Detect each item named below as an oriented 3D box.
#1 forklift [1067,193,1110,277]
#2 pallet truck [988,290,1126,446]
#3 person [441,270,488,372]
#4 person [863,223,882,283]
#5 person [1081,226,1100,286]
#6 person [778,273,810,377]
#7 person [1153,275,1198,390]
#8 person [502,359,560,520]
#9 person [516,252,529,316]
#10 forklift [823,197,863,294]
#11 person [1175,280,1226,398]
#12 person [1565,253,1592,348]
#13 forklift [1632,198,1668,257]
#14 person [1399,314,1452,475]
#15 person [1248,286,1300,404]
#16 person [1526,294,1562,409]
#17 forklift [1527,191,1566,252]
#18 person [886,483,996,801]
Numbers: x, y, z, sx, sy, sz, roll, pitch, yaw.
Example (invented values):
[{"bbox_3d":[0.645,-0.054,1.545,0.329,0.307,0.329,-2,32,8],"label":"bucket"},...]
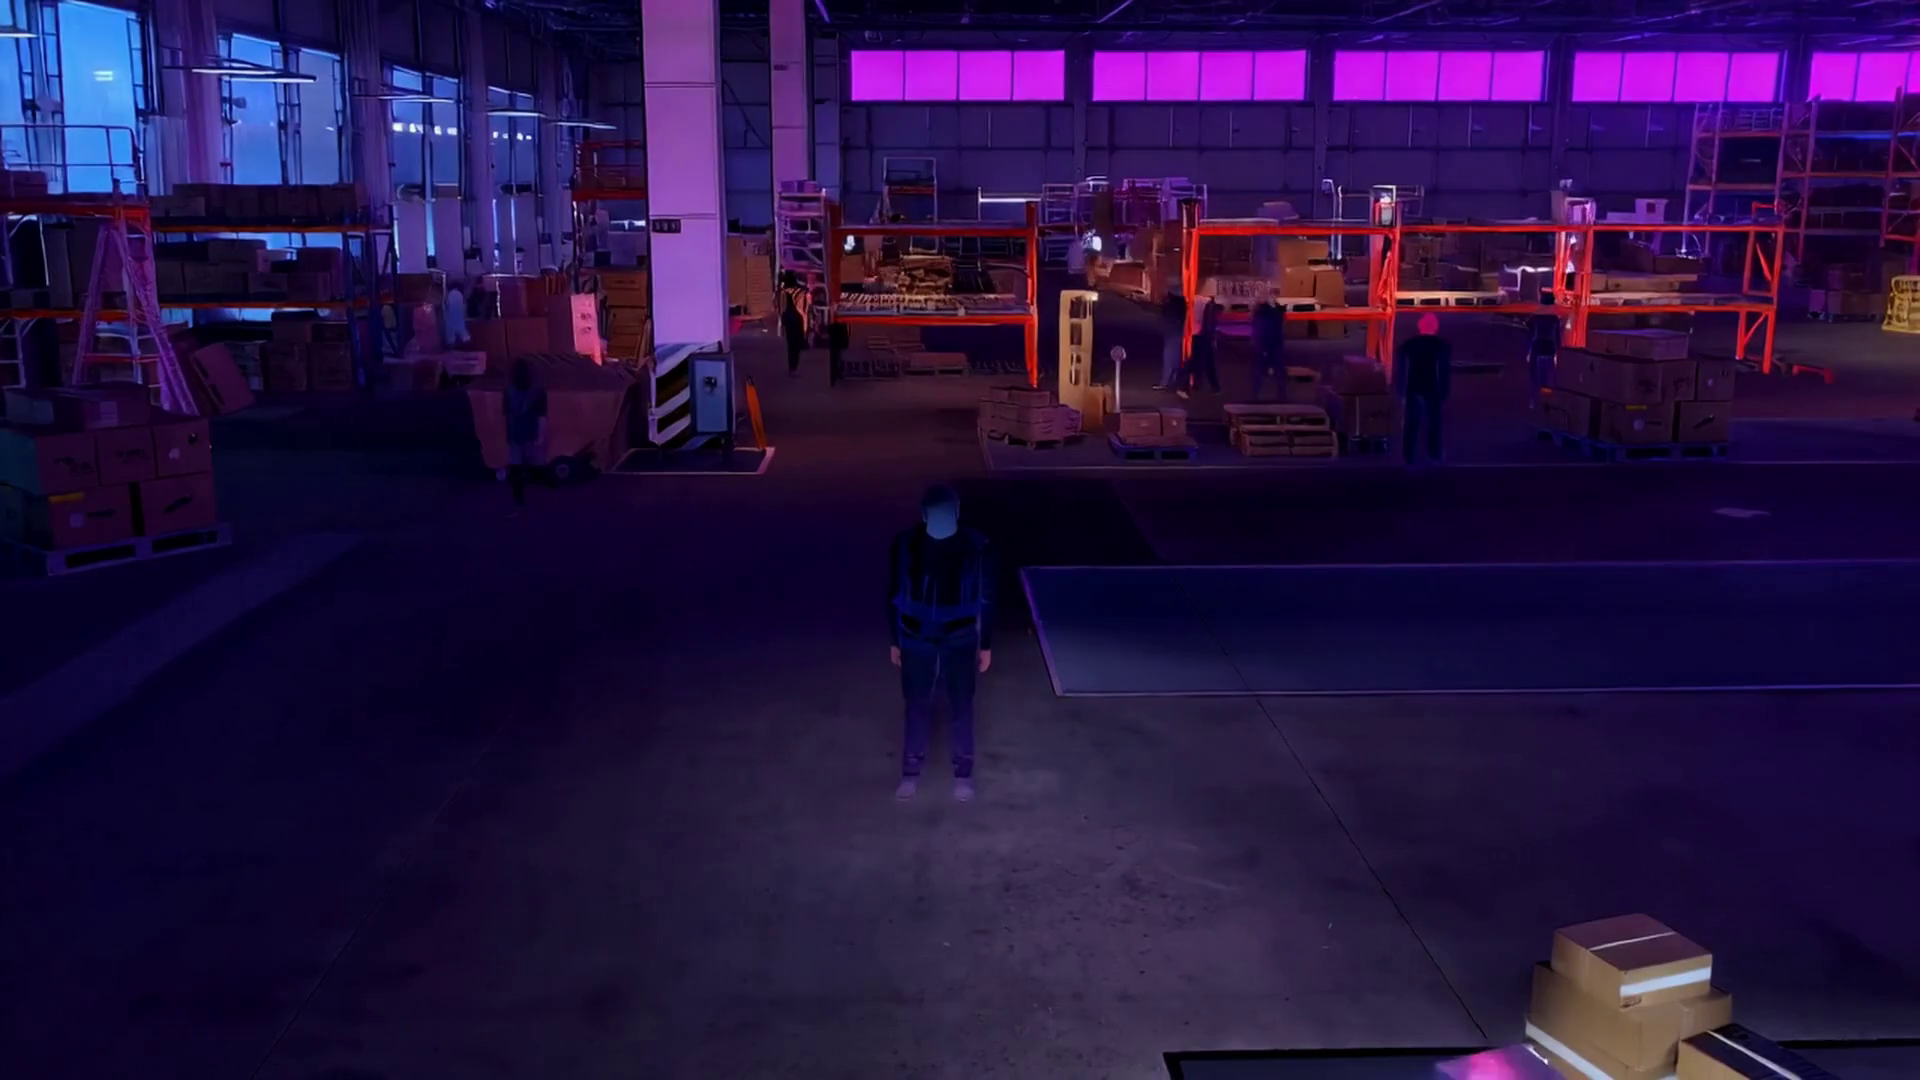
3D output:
[{"bbox_3d":[4.689,-10.424,56.787,1.873,2.768,1.129,-2,13,-8],"label":"forklift"},{"bbox_3d":[1.257,-2.299,22.111,1.885,1.965,0.823,-9,15,-35],"label":"pallet truck"},{"bbox_3d":[-8.765,-3.777,29.098,0.999,1.855,0.555,1,13,3],"label":"person"},{"bbox_3d":[-2.812,-9.257,53.711,0.652,1.921,0.747,-6,14,-24],"label":"person"},{"bbox_3d":[4.109,-8.934,52.344,0.561,1.886,1.014,-1,13,-4],"label":"person"},{"bbox_3d":[-2.938,-3.789,29.261,0.516,1.820,0.882,3,13,12],"label":"person"},{"bbox_3d":[3.552,-3.392,27.284,0.776,1.896,0.597,7,14,29],"label":"person"},{"bbox_3d":[-4.457,-1.062,17.242,0.557,1.676,0.549,4,13,19],"label":"person"},{"bbox_3d":[-10.718,-6.242,40.755,0.312,1.633,0.521,-6,14,-26],"label":"person"},{"bbox_3d":[-3.870,-8.636,48.712,1.873,2.768,1.129,-4,13,-17],"label":"forklift"},{"bbox_3d":[3.862,-3.201,26.550,0.910,1.865,0.714,0,12,-2],"label":"person"},{"bbox_3d":[12.288,-4.727,33.143,0.607,1.966,0.373,-6,14,-25],"label":"person"},{"bbox_3d":[18.962,-8.007,45.874,1.129,2.768,1.873,-7,14,-28],"label":"forklift"},{"bbox_3d":[5.581,-1.757,19.901,0.655,1.888,0.985,8,15,34],"label":"person"},{"bbox_3d":[4.639,-2.822,24.725,0.657,1.880,1.025,-8,15,-32],"label":"person"},{"bbox_3d":[8.815,-2.840,25.133,0.491,1.743,0.324,5,13,21],"label":"person"},{"bbox_3d":[22.459,-11.725,62.661,1.873,2.768,1.129,7,14,29],"label":"forklift"},{"bbox_3d":[-0.115,0.583,9.471,0.620,1.837,0.429,2,13,7],"label":"person"}]
